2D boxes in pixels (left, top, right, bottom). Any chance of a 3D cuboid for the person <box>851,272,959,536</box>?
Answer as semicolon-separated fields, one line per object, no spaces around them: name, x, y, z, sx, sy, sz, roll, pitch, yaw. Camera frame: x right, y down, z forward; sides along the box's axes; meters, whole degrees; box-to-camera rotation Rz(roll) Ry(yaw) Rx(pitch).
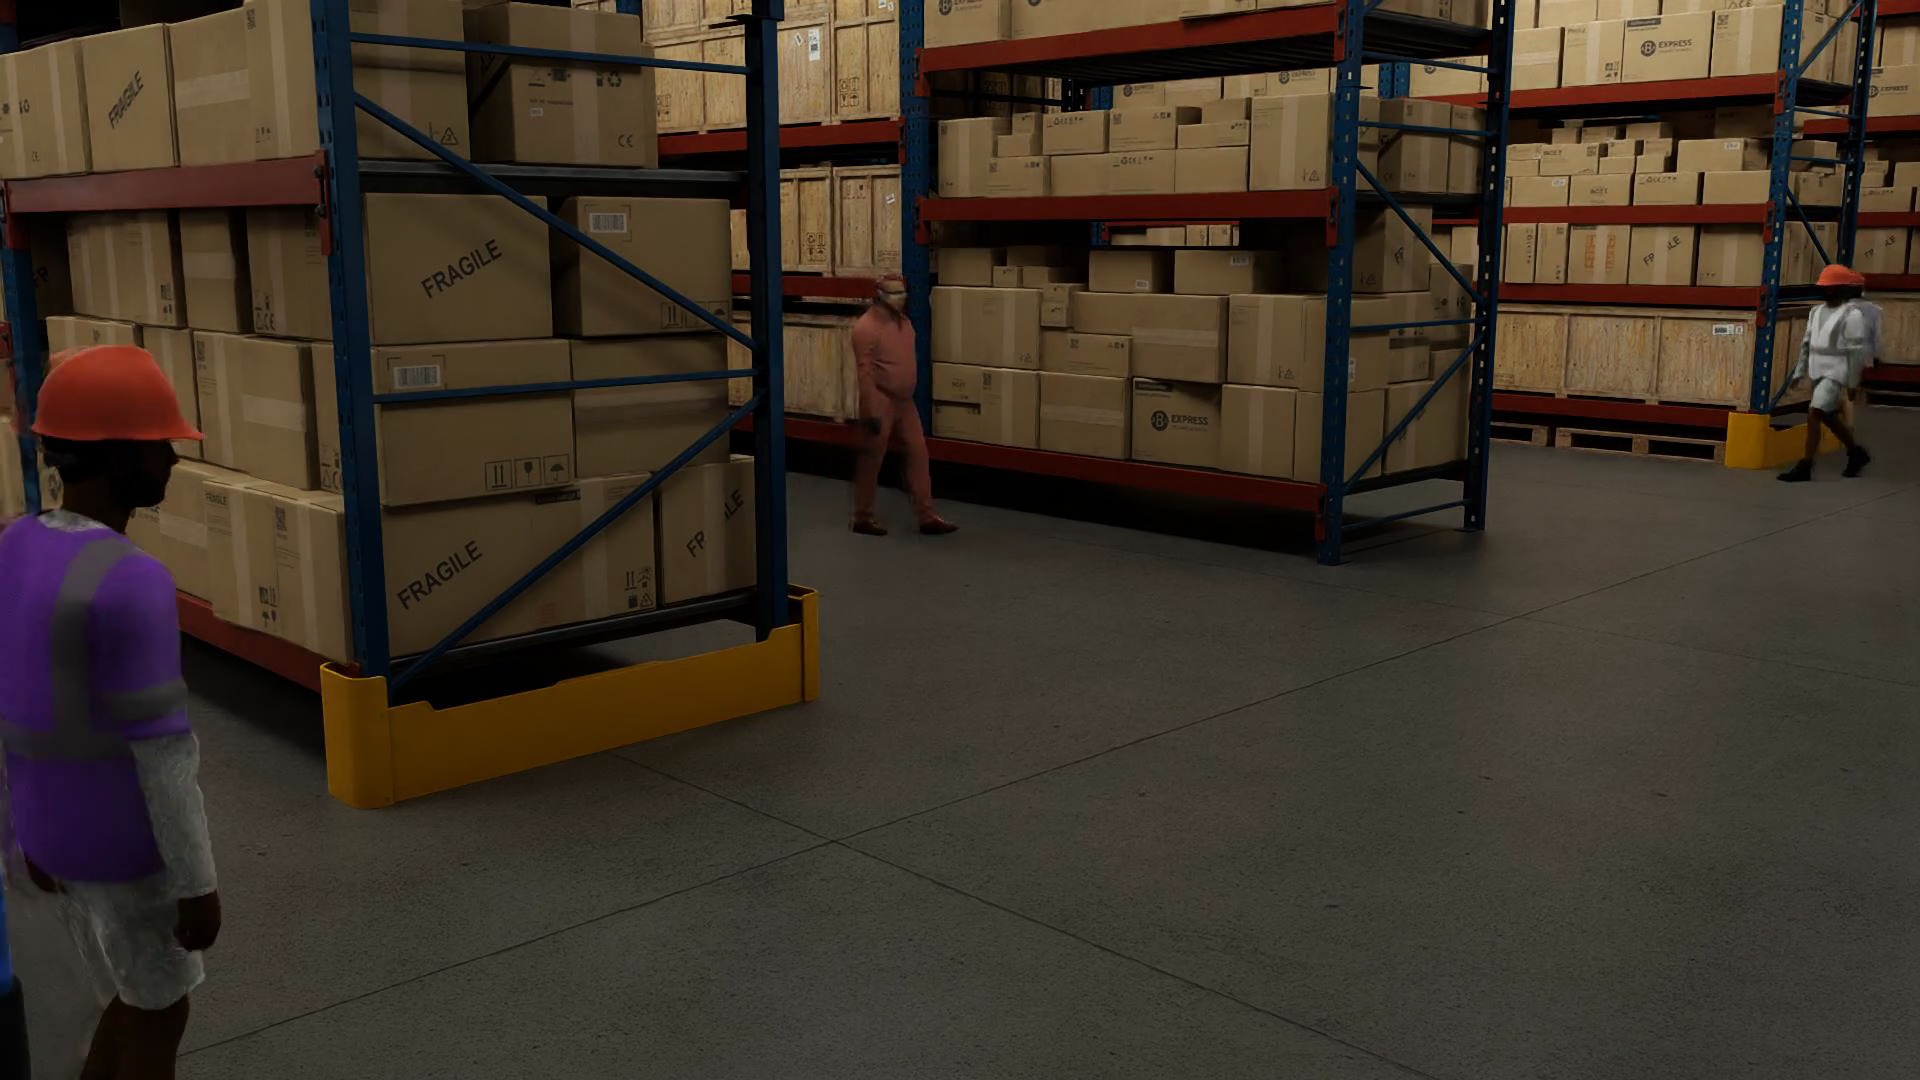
person;-0.414;-0.931;11.696;0.891;1.867;0.676;7;13;34

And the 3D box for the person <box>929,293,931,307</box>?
person;-0.261;-2.473;20.255;0.598;1.815;0.599;8;13;38

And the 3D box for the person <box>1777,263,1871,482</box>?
person;7.624;-1.453;14.474;0.942;1.904;0.548;-2;11;-10

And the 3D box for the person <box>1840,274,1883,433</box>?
person;9.689;-2.044;18.179;0.592;1.701;0.880;1;10;7

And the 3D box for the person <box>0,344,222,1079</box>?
person;-1.659;0.574;3.335;0.575;1.919;0.403;8;13;38
